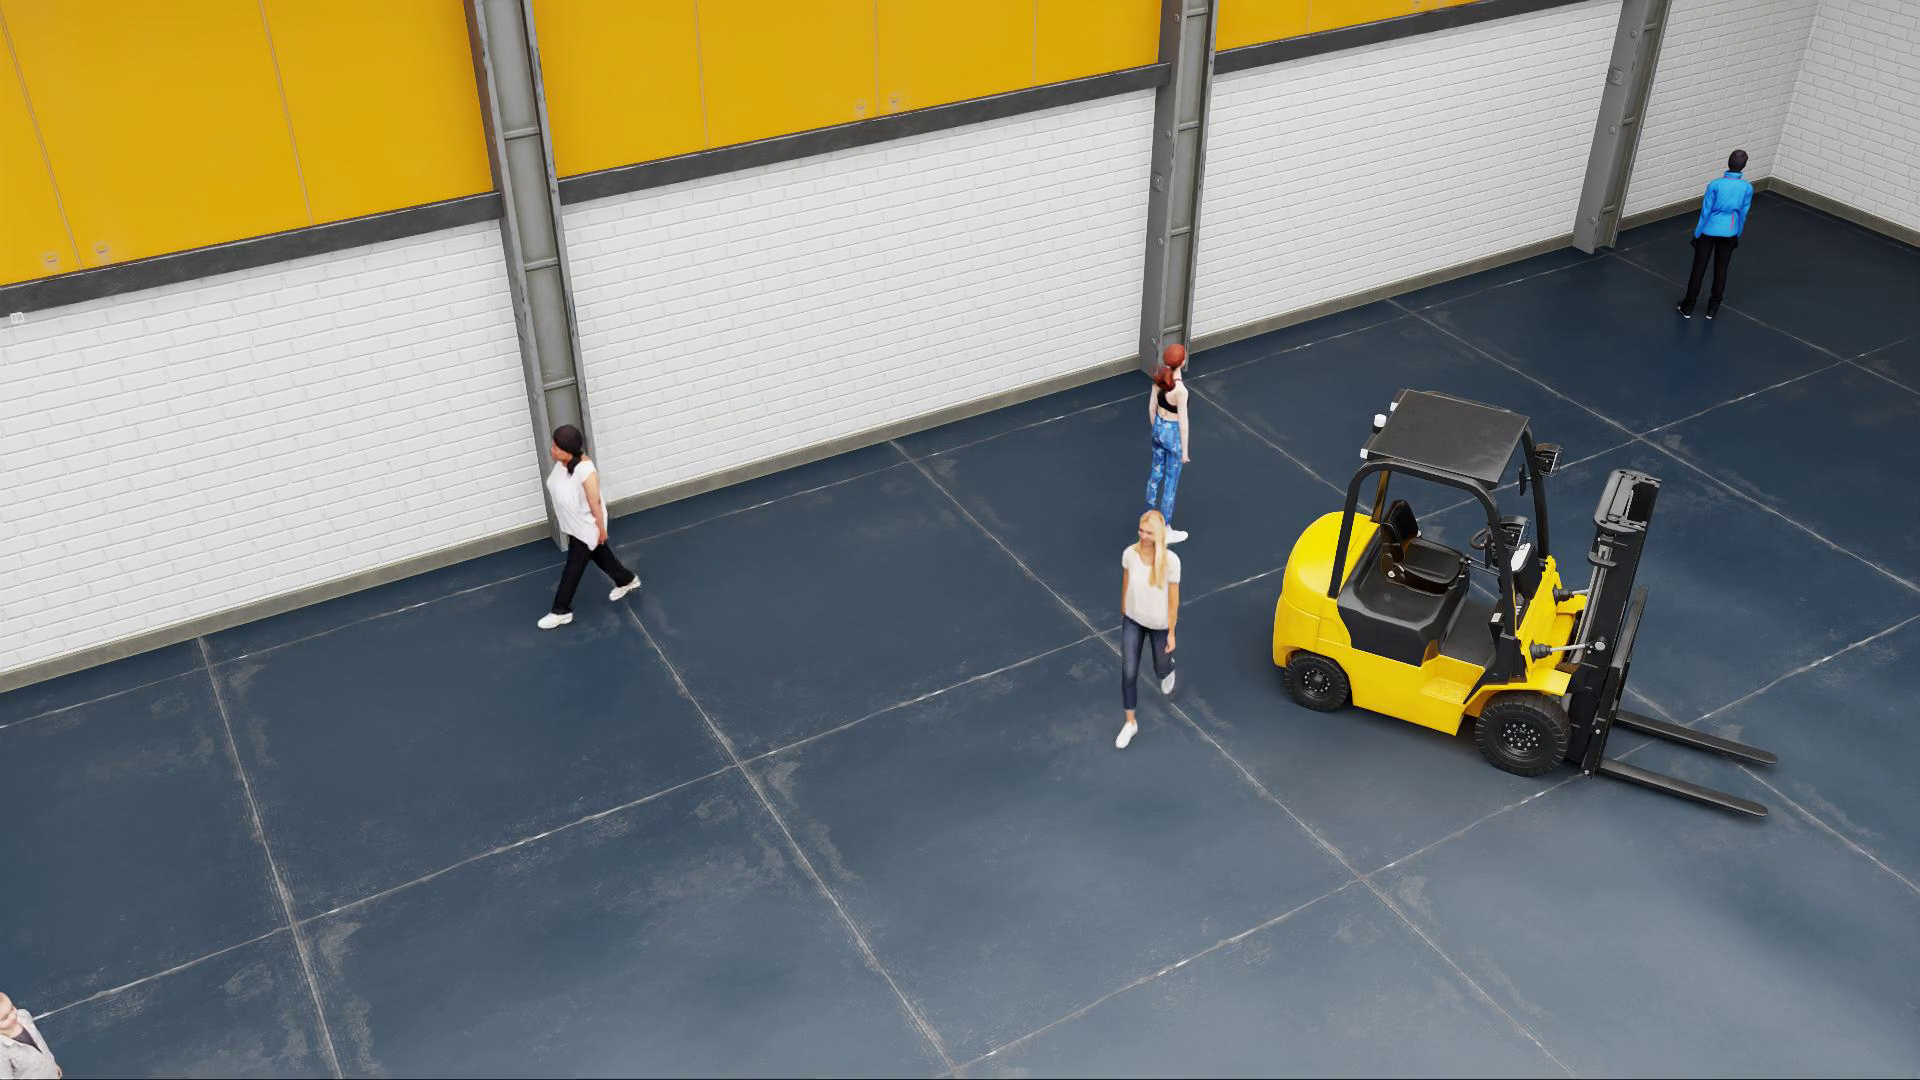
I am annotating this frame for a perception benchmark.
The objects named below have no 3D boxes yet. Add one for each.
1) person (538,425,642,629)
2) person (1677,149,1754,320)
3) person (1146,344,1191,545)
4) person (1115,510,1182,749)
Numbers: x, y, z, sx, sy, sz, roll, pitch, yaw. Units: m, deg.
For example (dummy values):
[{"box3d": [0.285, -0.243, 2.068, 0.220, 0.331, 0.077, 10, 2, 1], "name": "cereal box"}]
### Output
[{"box3d": [-2.810, -0.145, 12.611, 1.082, 1.646, 0.665, -17, 37, -24], "name": "person"}, {"box3d": [7.720, -3.113, 16.942, 0.673, 1.794, 0.759, 5, 34, 7], "name": "person"}, {"box3d": [1.686, -0.793, 13.463, 0.577, 1.782, 0.570, -19, 38, -27], "name": "person"}, {"box3d": [1.336, 0.548, 11.436, 0.959, 1.792, 1.112, 15, 37, 22], "name": "person"}]
